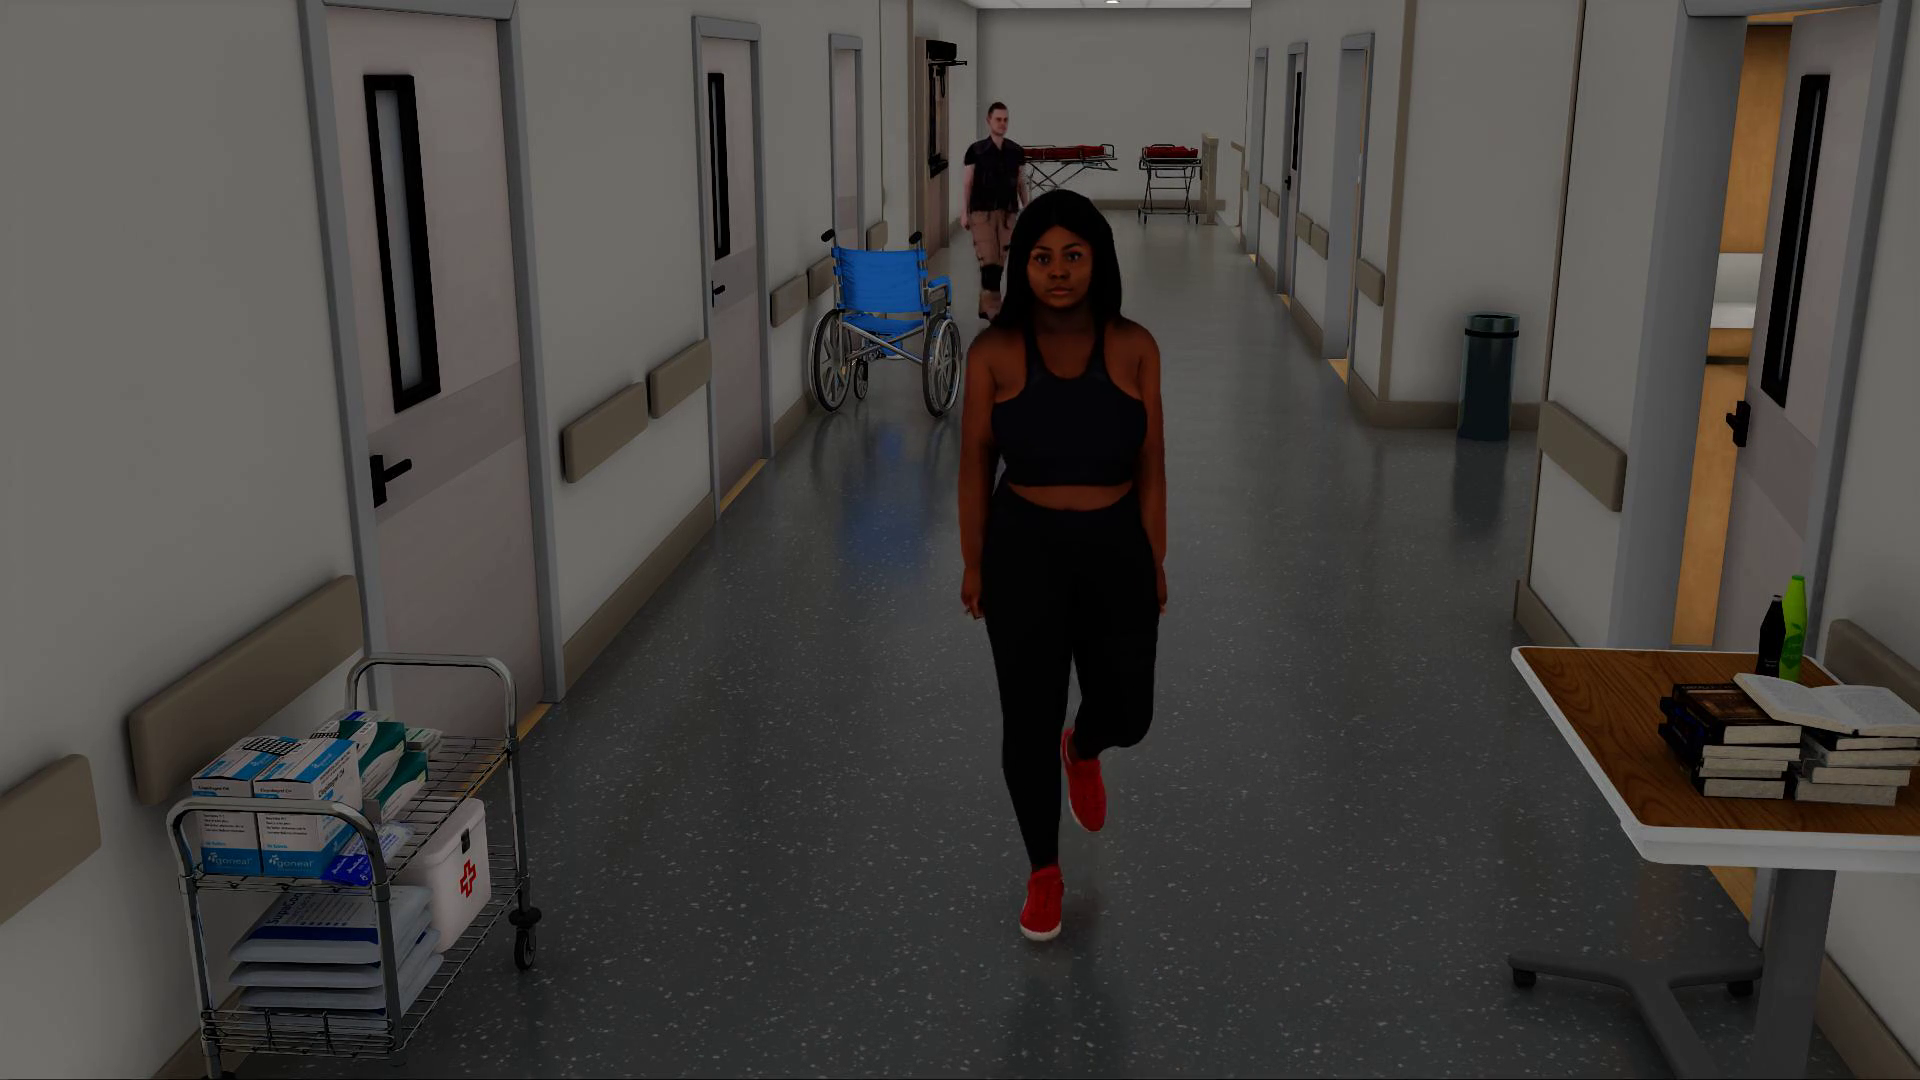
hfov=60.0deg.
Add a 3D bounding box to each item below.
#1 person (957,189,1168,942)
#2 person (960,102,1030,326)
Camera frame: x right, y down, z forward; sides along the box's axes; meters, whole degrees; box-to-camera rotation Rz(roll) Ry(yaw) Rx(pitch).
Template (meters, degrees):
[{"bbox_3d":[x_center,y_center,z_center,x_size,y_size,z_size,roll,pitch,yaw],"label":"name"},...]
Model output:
[{"bbox_3d":[0.263,0.050,4.134,0.717,1.799,0.921,0,16,0],"label":"person"},{"bbox_3d":[0.246,-2.679,13.812,0.996,1.799,1.196,-6,17,-20],"label":"person"}]
